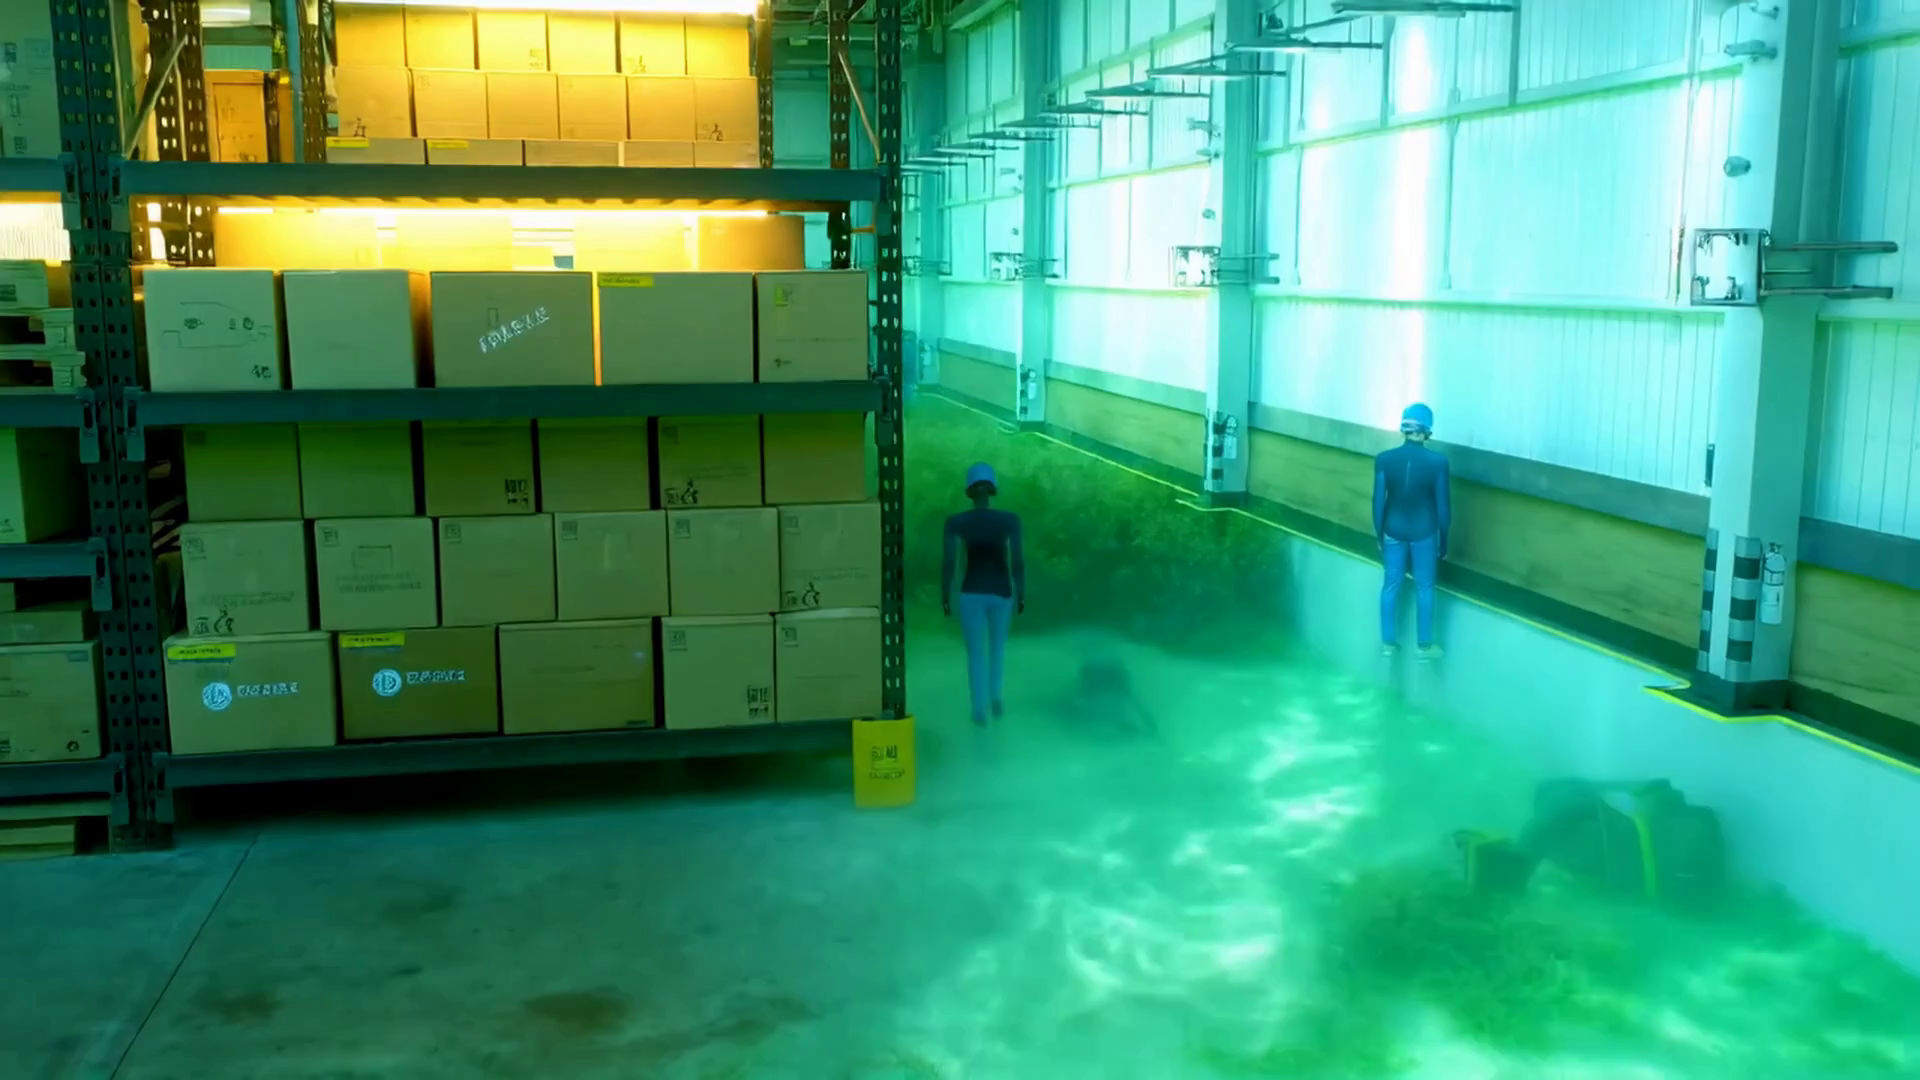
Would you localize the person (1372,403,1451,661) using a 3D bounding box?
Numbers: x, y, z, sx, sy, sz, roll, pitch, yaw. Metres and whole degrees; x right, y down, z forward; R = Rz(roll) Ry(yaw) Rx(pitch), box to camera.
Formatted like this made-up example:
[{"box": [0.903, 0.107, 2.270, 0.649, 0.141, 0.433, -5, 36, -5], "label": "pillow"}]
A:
[{"box": [3.496, -0.062, 12.866, 0.609, 1.996, 0.383, 6, 11, 35], "label": "person"}]

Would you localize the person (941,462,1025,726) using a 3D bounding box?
[{"box": [0.147, 0.351, 11.076, 0.553, 1.747, 0.481, -1, 9, -7], "label": "person"}]

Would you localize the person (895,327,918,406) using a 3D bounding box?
[{"box": [-1.242, -3.813, 36.509, 0.597, 1.727, 0.692, -3, 10, -15], "label": "person"}]
